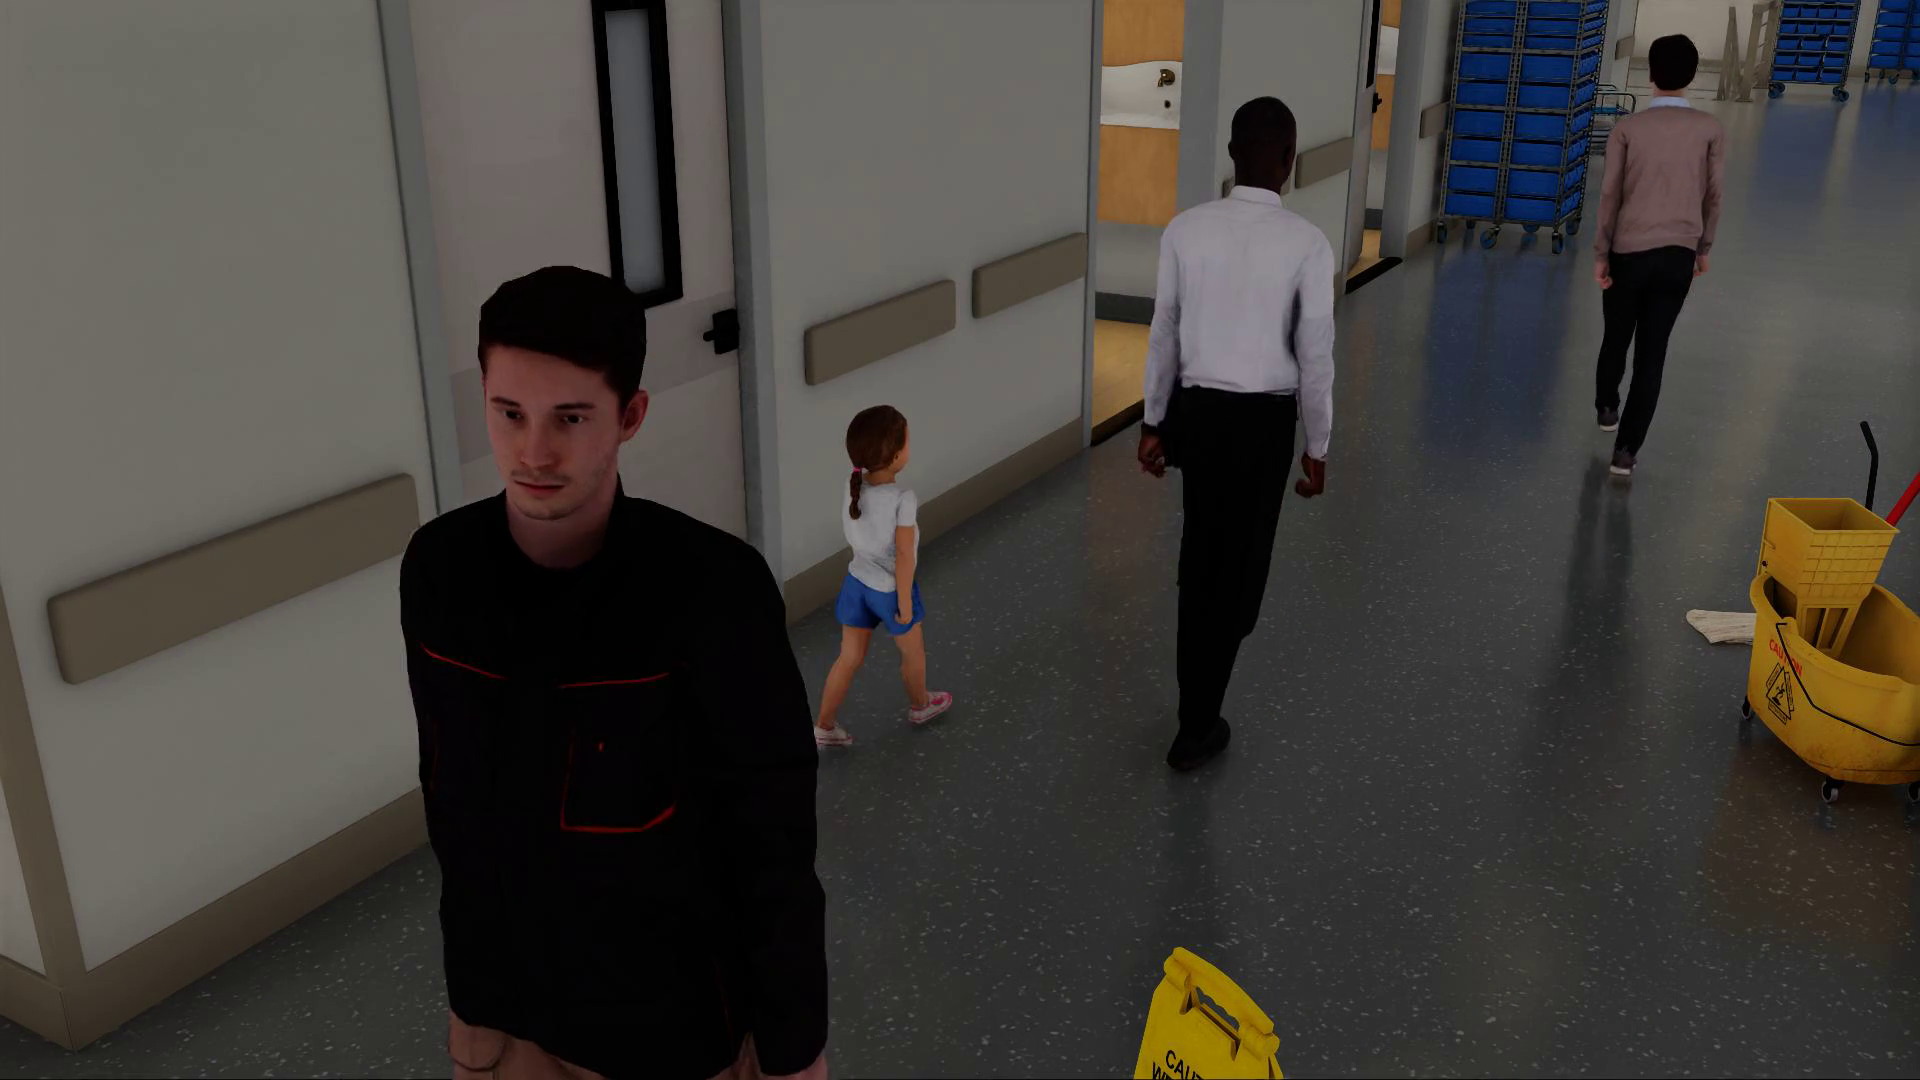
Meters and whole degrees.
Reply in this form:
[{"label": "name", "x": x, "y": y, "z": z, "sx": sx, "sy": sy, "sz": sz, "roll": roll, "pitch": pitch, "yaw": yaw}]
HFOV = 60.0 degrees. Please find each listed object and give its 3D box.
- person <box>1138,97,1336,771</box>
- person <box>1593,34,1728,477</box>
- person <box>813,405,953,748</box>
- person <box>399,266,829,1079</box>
[{"label": "person", "x": 0.684, "y": -0.216, "z": 4.410, "sx": 0.650, "sy": 1.819, "sz": 0.668, "roll": 11, "pitch": 24, "yaw": 28}, {"label": "person", "x": 2.876, "y": -1.130, "z": 6.910, "sx": 0.745, "sy": 1.757, "sz": 1.198, "roll": 8, "pitch": 22, "yaw": 21}, {"label": "person", "x": -0.265, "y": 0.130, "z": 4.653, "sx": 0.508, "sy": 1.000, "sz": 0.768, "roll": 17, "pitch": 27, "yaw": 38}, {"label": "person", "x": -0.409, "y": 0.584, "z": 2.199, "sx": 0.969, "sy": 1.888, "sz": 1.328, "roll": 4, "pitch": 21, "yaw": 10}]
